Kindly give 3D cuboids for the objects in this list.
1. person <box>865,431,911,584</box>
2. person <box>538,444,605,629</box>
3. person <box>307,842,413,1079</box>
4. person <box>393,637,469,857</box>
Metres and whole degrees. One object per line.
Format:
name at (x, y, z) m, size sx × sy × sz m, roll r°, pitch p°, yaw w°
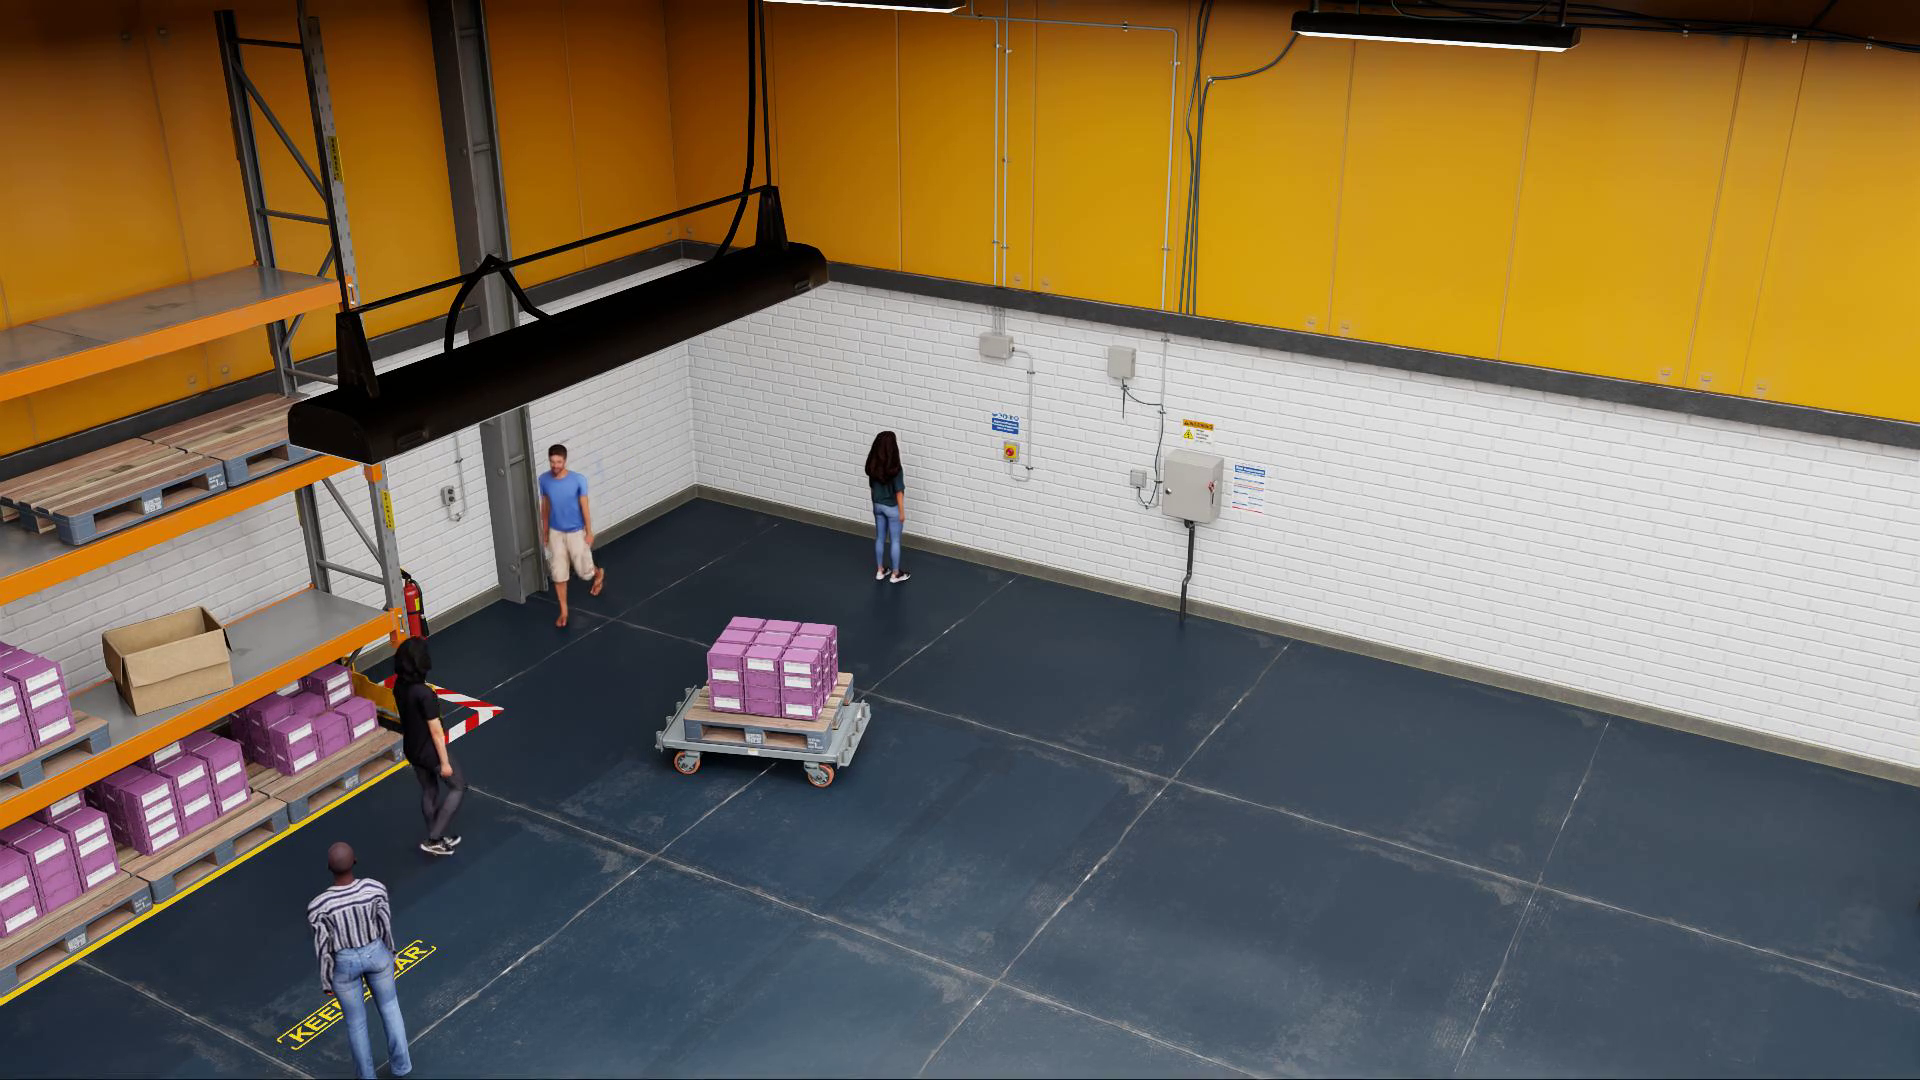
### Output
person at (-0.747, -0.348, 17.093) m, size 0.620 × 1.616 × 0.615 m, roll 17°, pitch 29°, yaw 33°
person at (-3.806, -0.113, 16.283) m, size 0.915 × 1.835 × 1.119 m, roll 4°, pitch 24°, yaw 9°
person at (-3.638, 2.606, 10.113) m, size 0.609 × 1.796 × 0.753 m, roll -16°, pitch 28°, yaw -32°
person at (-4.033, 1.589, 12.398) m, size 0.696 × 1.828 × 0.670 m, roll 17°, pitch 29°, yaw 33°
